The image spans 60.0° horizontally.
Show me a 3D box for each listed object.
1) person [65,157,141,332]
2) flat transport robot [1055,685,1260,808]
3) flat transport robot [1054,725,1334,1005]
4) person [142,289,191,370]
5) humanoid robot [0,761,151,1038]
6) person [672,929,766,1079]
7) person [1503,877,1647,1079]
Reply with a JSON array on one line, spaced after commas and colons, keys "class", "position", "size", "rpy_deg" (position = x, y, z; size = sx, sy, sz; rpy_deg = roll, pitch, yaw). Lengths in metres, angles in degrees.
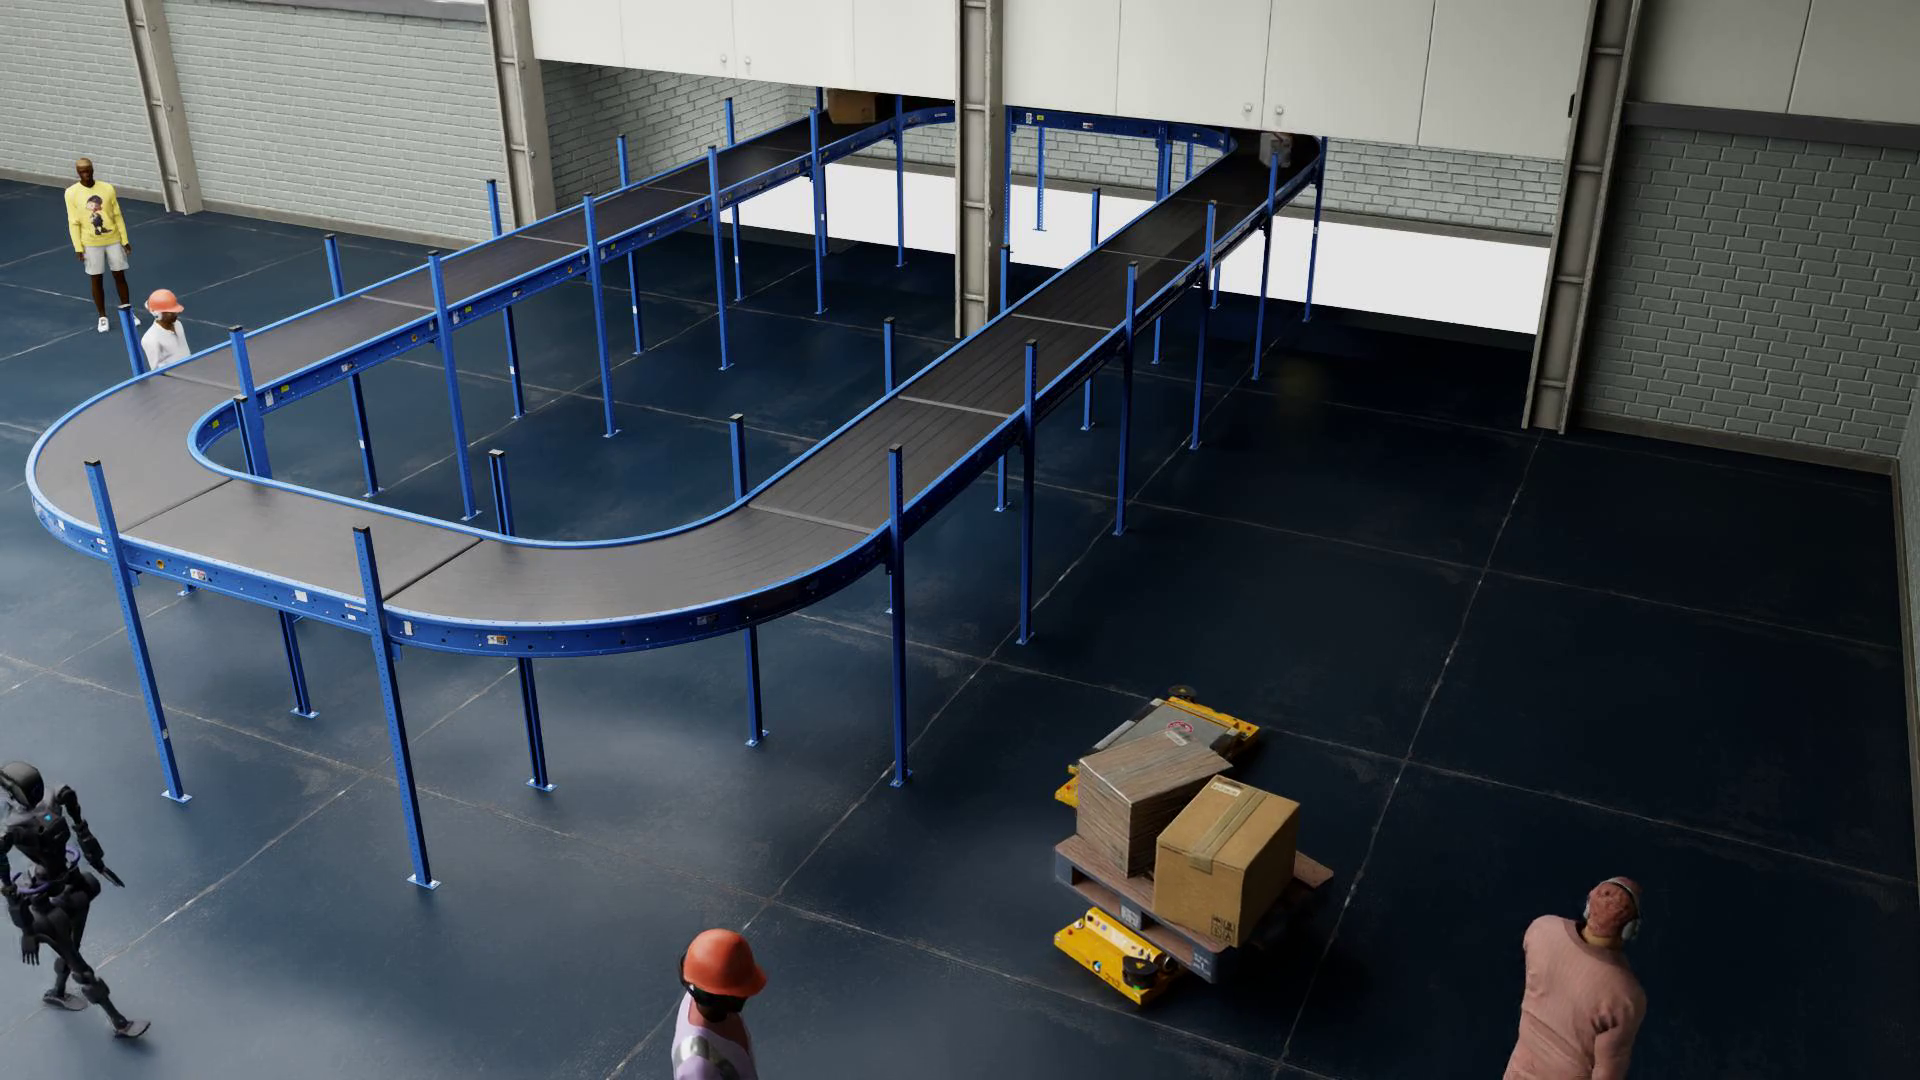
[{"class": "person", "position": [-9.382, -3.239, 18.170], "size": [0.554, 1.898, 0.356], "rpy_deg": [-18, 32, -33]}, {"class": "flat transport robot", "position": [1.288, 1.395, 10.664], "size": [0.659, 0.231, 1.431], "rpy_deg": [19, 32, 34]}, {"class": "flat transport robot", "position": [1.276, 2.064, 9.318], "size": [1.431, 0.231, 0.659], "rpy_deg": [-21, 34, -36]}, {"class": "person", "position": [-6.807, -1.342, 14.511], "size": [0.345, 1.746, 0.571], "rpy_deg": [0, 26, 1]}, {"class": "humanoid robot", "position": [-4.504, 1.778, 8.367], "size": [0.786, 1.628, 0.612], "rpy_deg": [8, 27, 15]}, {"class": "person", "position": [-0.931, 2.388, 6.675], "size": [0.389, 2.040, 0.609], "rpy_deg": [-1, 26, -2]}, {"class": "person", "position": [2.575, 2.253, 7.168], "size": [1.016, 1.849, 0.648], "rpy_deg": [-15, 30, -28]}]
